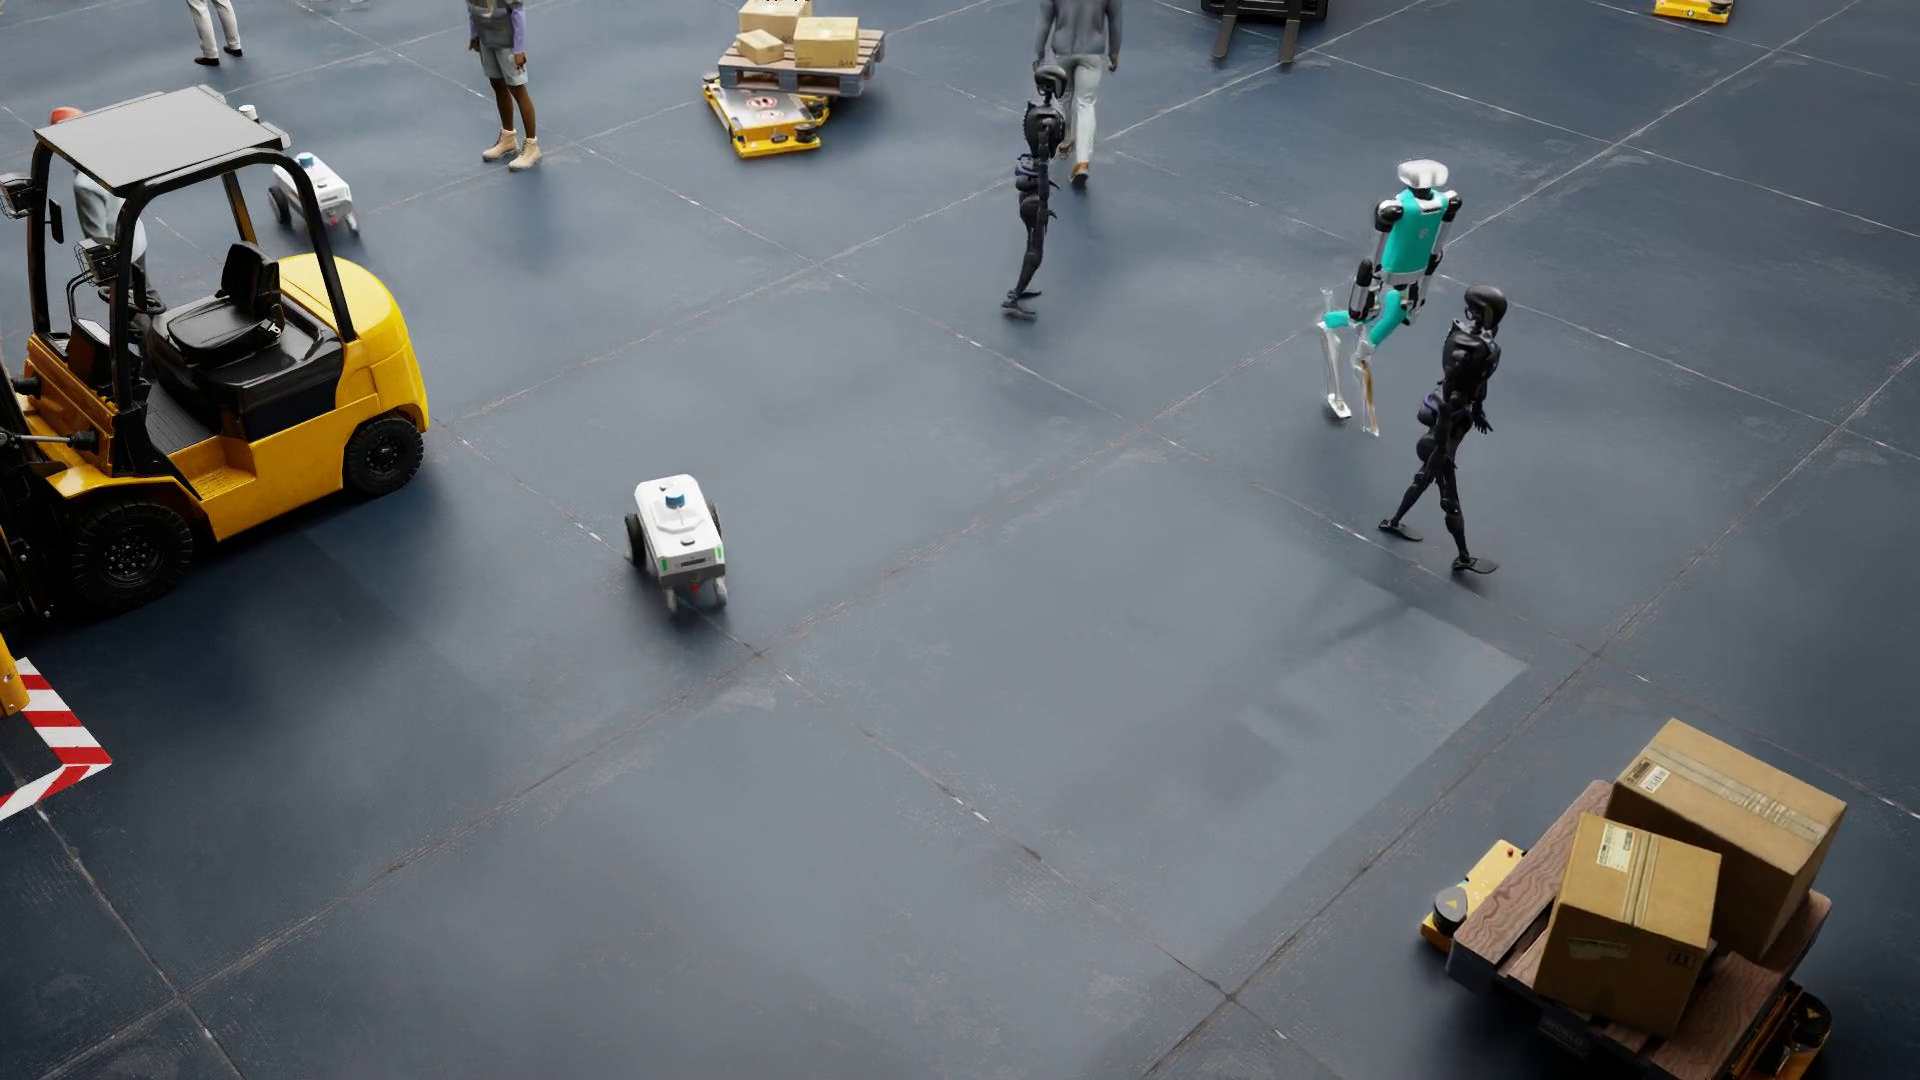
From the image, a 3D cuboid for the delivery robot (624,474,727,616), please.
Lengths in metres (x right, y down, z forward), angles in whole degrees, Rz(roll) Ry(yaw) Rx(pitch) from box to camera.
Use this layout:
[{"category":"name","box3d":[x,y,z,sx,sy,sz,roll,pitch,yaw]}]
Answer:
[{"category":"delivery robot","box3d":[-1.486,-0.022,8.797,0.499,0.606,0.790,-12,39,-16]}]

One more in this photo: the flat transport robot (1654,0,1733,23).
[{"category":"flat transport robot","box3d":[7.206,-5.378,16.195,0.659,0.231,1.431,16,40,20]}]

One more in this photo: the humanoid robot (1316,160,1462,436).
[{"category":"humanoid robot","box3d":[2.412,-1.446,9.719,0.559,1.782,0.851,-15,39,-19]}]

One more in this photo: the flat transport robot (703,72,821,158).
[{"category":"flat transport robot","box3d":[-1.656,-3.542,13.738,0.659,0.231,1.431,-12,38,-15]}]

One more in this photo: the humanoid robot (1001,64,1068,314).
[{"category":"humanoid robot","box3d":[0.472,-2.316,10.931,0.413,1.641,0.631,0,37,0]}]

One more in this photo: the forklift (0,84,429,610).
[{"category":"forklift","box3d":[-4.145,-1.093,8.856,2.313,2.155,1.214,-31,47,-34]}]

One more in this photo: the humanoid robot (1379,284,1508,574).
[{"category":"humanoid robot","box3d":[2.622,-0.595,8.636,0.714,1.632,0.586,23,42,27]}]

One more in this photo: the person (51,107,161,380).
[{"category":"person","box3d":[-5.184,-1.808,10.189,0.349,1.738,0.571,-3,37,-4]}]

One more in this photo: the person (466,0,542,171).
[{"category":"person","box3d":[-3.529,-3.816,12.630,0.606,2.039,0.391,28,45,32]}]

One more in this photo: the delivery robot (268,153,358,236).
[{"category":"delivery robot","box3d":[-4.723,-2.542,12.144,0.499,0.575,0.754,-25,43,-29]}]

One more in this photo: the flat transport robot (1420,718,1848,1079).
[{"category":"flat transport robot","box3d":[2.658,1.733,6.677,1.431,0.231,0.659,30,46,34]}]

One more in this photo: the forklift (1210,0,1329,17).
[{"category":"forklift","box3d":[3.106,-6.400,15.960,1.214,2.155,2.313,8,37,10]}]

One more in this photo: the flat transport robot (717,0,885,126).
[{"category":"flat transport robot","box3d":[-1.329,-3.907,14.227,0.659,0.231,1.431,6,37,8]}]

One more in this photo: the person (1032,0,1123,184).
[{"category":"person","box3d":[0.883,-3.672,12.562,0.673,1.896,0.945,4,37,6]}]

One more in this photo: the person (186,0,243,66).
[{"category":"person","box3d":[-6.664,-5.042,14.482,0.383,1.784,0.538,20,41,25]}]
